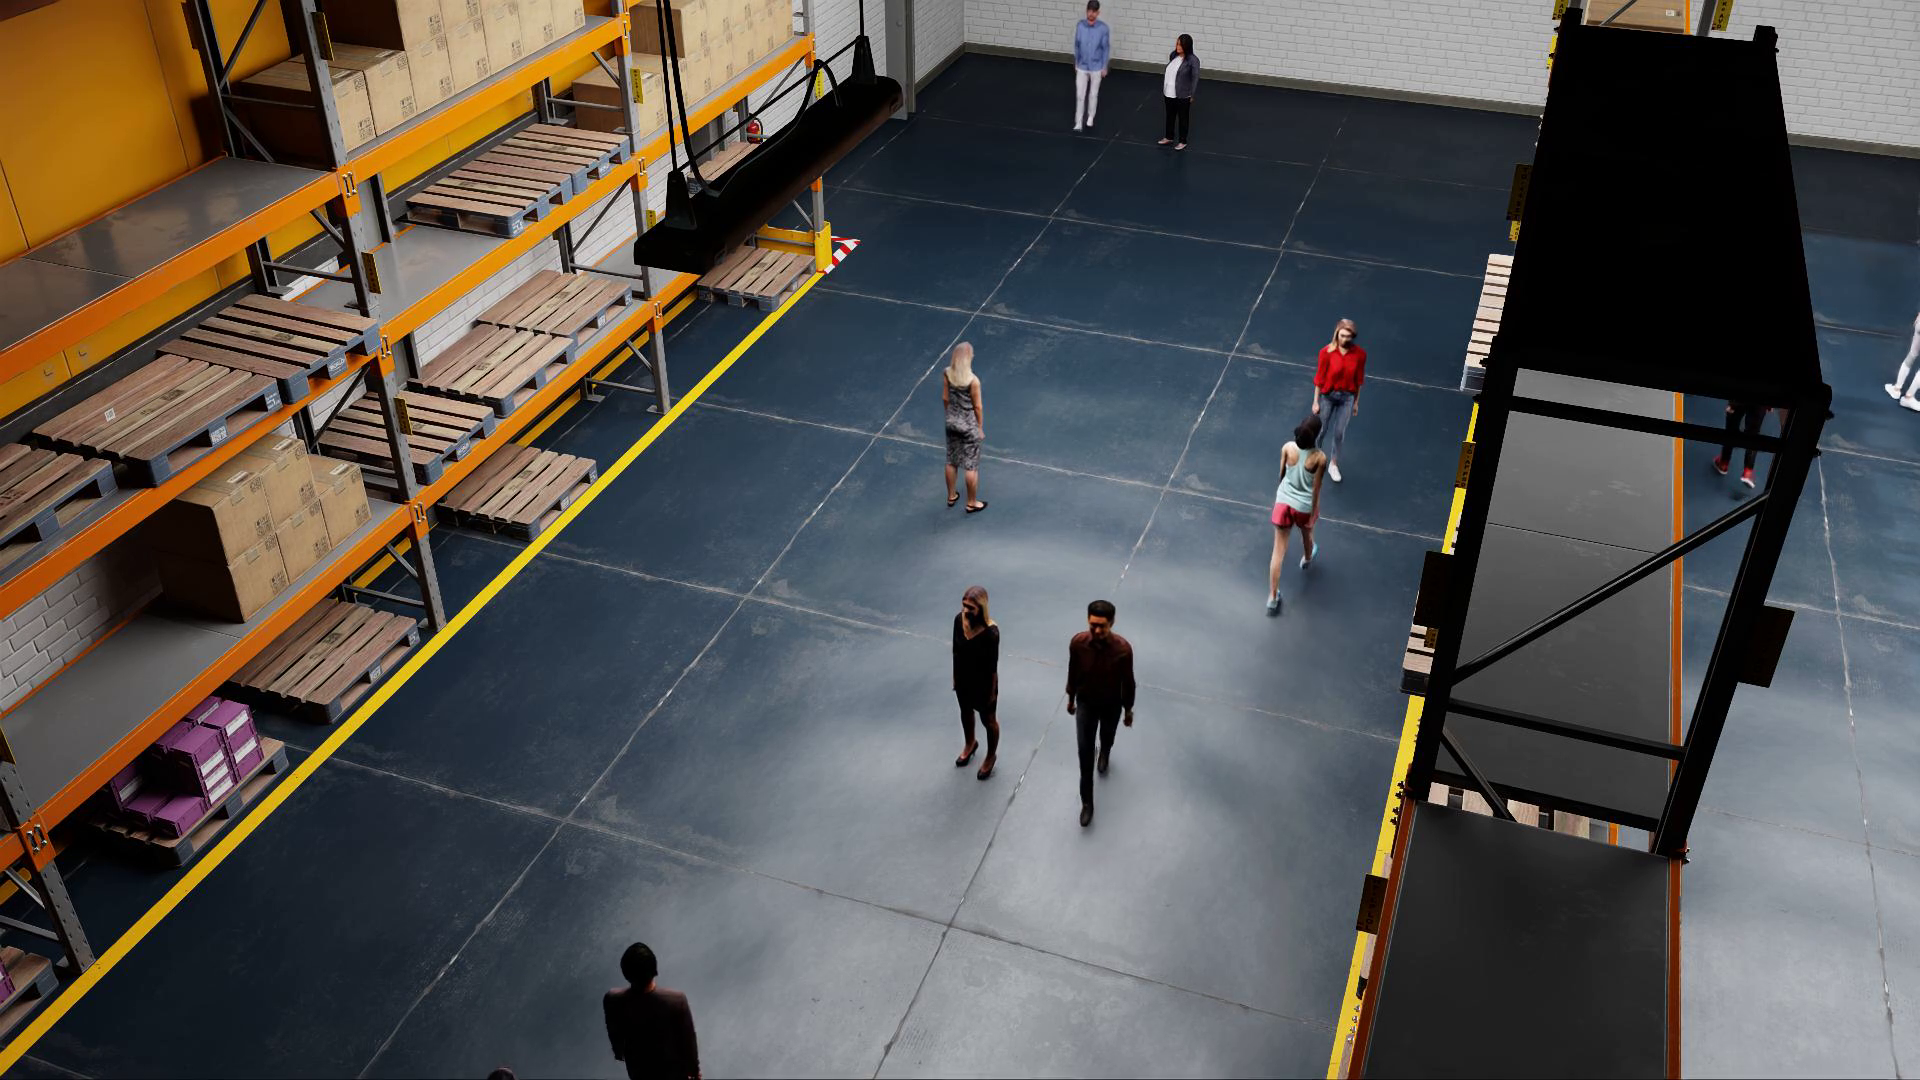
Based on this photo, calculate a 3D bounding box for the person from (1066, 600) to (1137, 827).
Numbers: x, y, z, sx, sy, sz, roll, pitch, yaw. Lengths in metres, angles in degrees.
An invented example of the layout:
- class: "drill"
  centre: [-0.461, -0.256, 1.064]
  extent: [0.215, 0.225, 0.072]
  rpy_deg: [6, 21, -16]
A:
- class: "person"
  centre: [1.021, 1.139, 11.991]
  extent: [0.769, 1.745, 1.152]
  rpy_deg: [6, 34, 9]

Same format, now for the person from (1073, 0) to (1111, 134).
- class: "person"
  centre: [1.882, -6.810, 23.859]
  extent: [0.752, 1.845, 1.120]
  rpy_deg: [8, 34, 12]

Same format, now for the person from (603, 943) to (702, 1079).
- class: "person"
  centre: [-1.704, 2.968, 9.226]
  extent: [0.727, 1.760, 0.757]
  rpy_deg: [10, 35, 15]

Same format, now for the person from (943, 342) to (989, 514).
- class: "person"
  centre: [0.019, -1.037, 15.300]
  extent: [0.621, 1.705, 0.586]
  rpy_deg: [22, 40, 30]

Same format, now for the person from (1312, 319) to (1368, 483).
- class: "person"
  centre: [3.564, -1.329, 15.739]
  extent: [0.680, 1.705, 0.624]
  rpy_deg: [1, 34, 1]

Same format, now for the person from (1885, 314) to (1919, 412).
- class: "person"
  centre: [9.914, -2.176, 17.038]
  extent: [0.857, 1.679, 0.680]
  rpy_deg: [-13, 36, -19]

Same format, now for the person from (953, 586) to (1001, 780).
- class: "person"
  centre: [0.131, 1.033, 12.214]
  extent: [0.590, 1.674, 0.563]
  rpy_deg: [22, 39, 29]

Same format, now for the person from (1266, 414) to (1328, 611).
- class: "person"
  centre: [2.803, -0.213, 14.062]
  extent: [0.680, 1.704, 1.250]
  rpy_deg: [16, 37, 23]

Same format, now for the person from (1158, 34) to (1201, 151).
- class: "person"
  centre: [3.070, -6.281, 23.288]
  extent: [0.800, 1.597, 0.781]
  rpy_deg: [-29, 43, -36]
